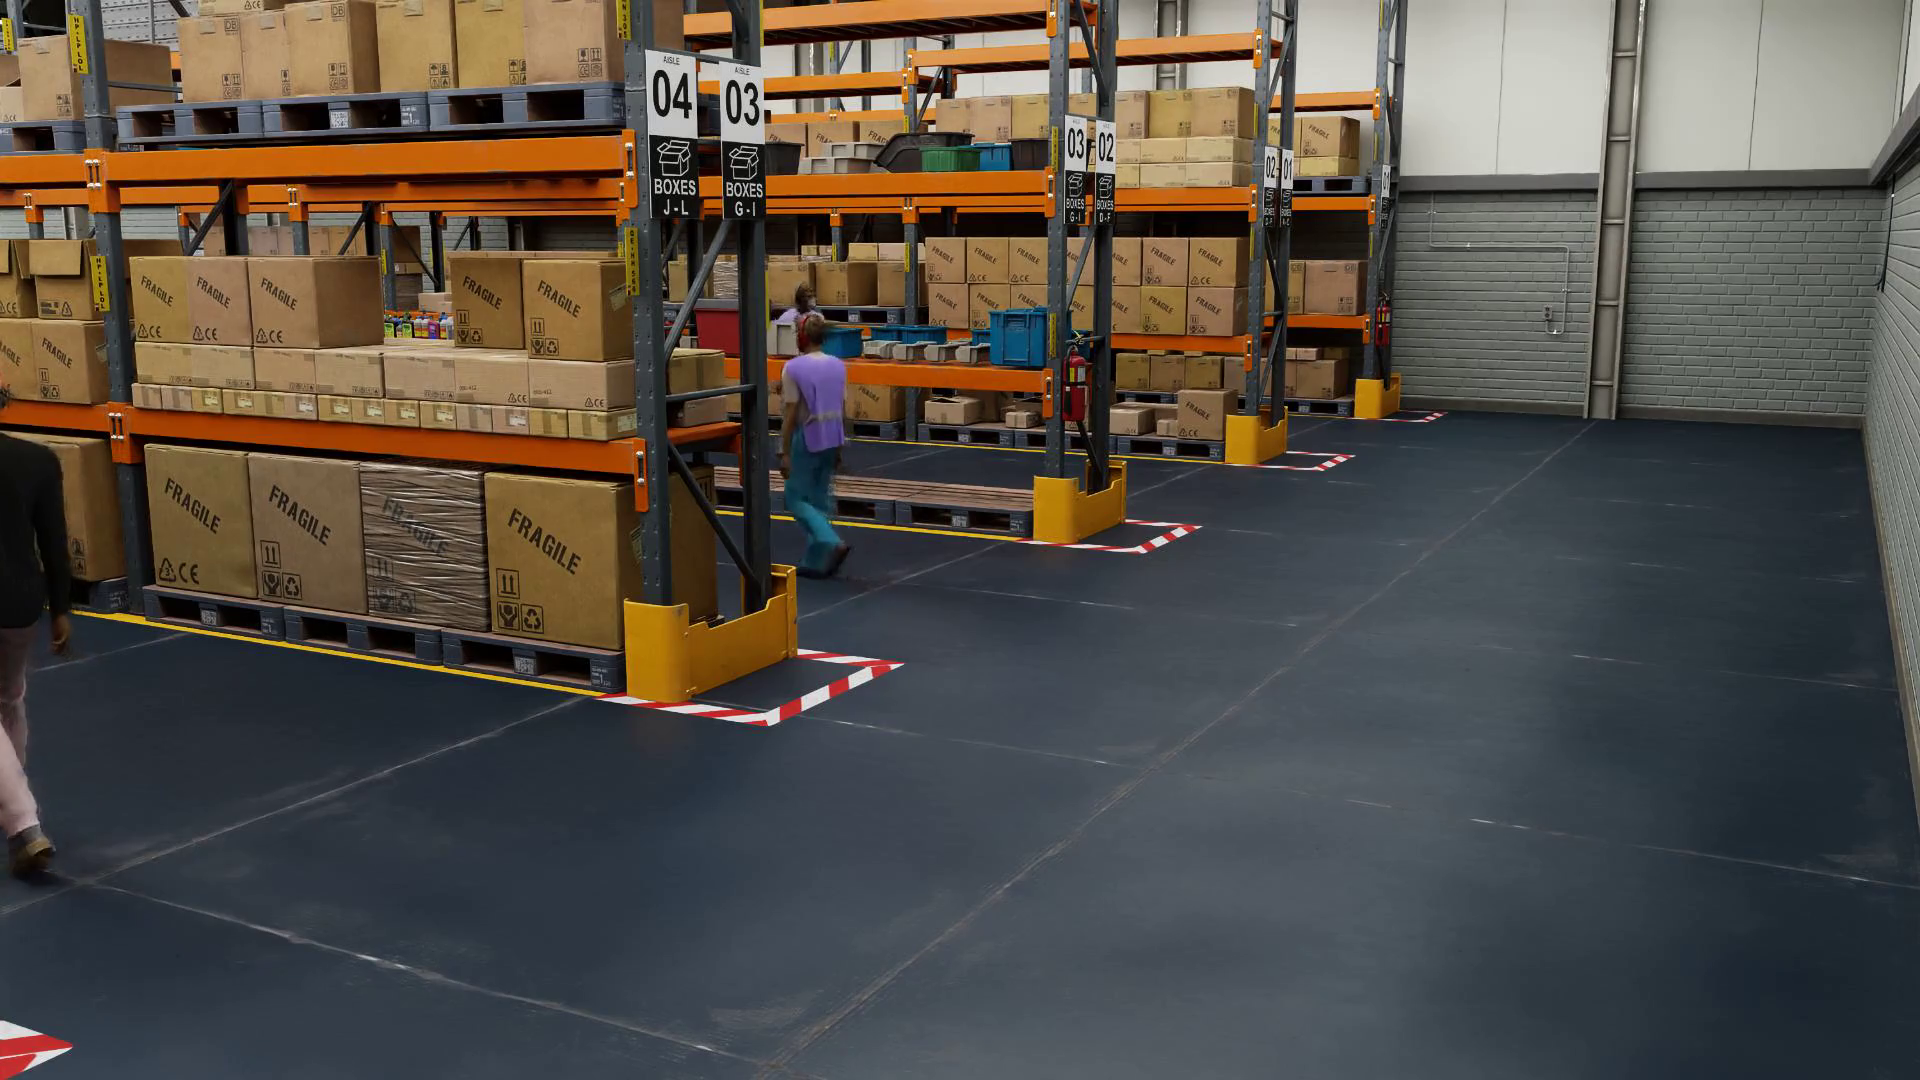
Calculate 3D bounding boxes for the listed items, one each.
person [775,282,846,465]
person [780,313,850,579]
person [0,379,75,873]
[{"bbox_3d":[-1.540,-1.656,16.806,1.012,1.884,0.651,8,13,38],"label":"person"},{"bbox_3d":[-0.971,-0.615,11.260,0.527,1.832,0.594,8,13,38],"label":"person"},{"bbox_3d":[-3.662,0.248,6.254,0.987,1.963,0.616,9,14,40],"label":"person"}]
